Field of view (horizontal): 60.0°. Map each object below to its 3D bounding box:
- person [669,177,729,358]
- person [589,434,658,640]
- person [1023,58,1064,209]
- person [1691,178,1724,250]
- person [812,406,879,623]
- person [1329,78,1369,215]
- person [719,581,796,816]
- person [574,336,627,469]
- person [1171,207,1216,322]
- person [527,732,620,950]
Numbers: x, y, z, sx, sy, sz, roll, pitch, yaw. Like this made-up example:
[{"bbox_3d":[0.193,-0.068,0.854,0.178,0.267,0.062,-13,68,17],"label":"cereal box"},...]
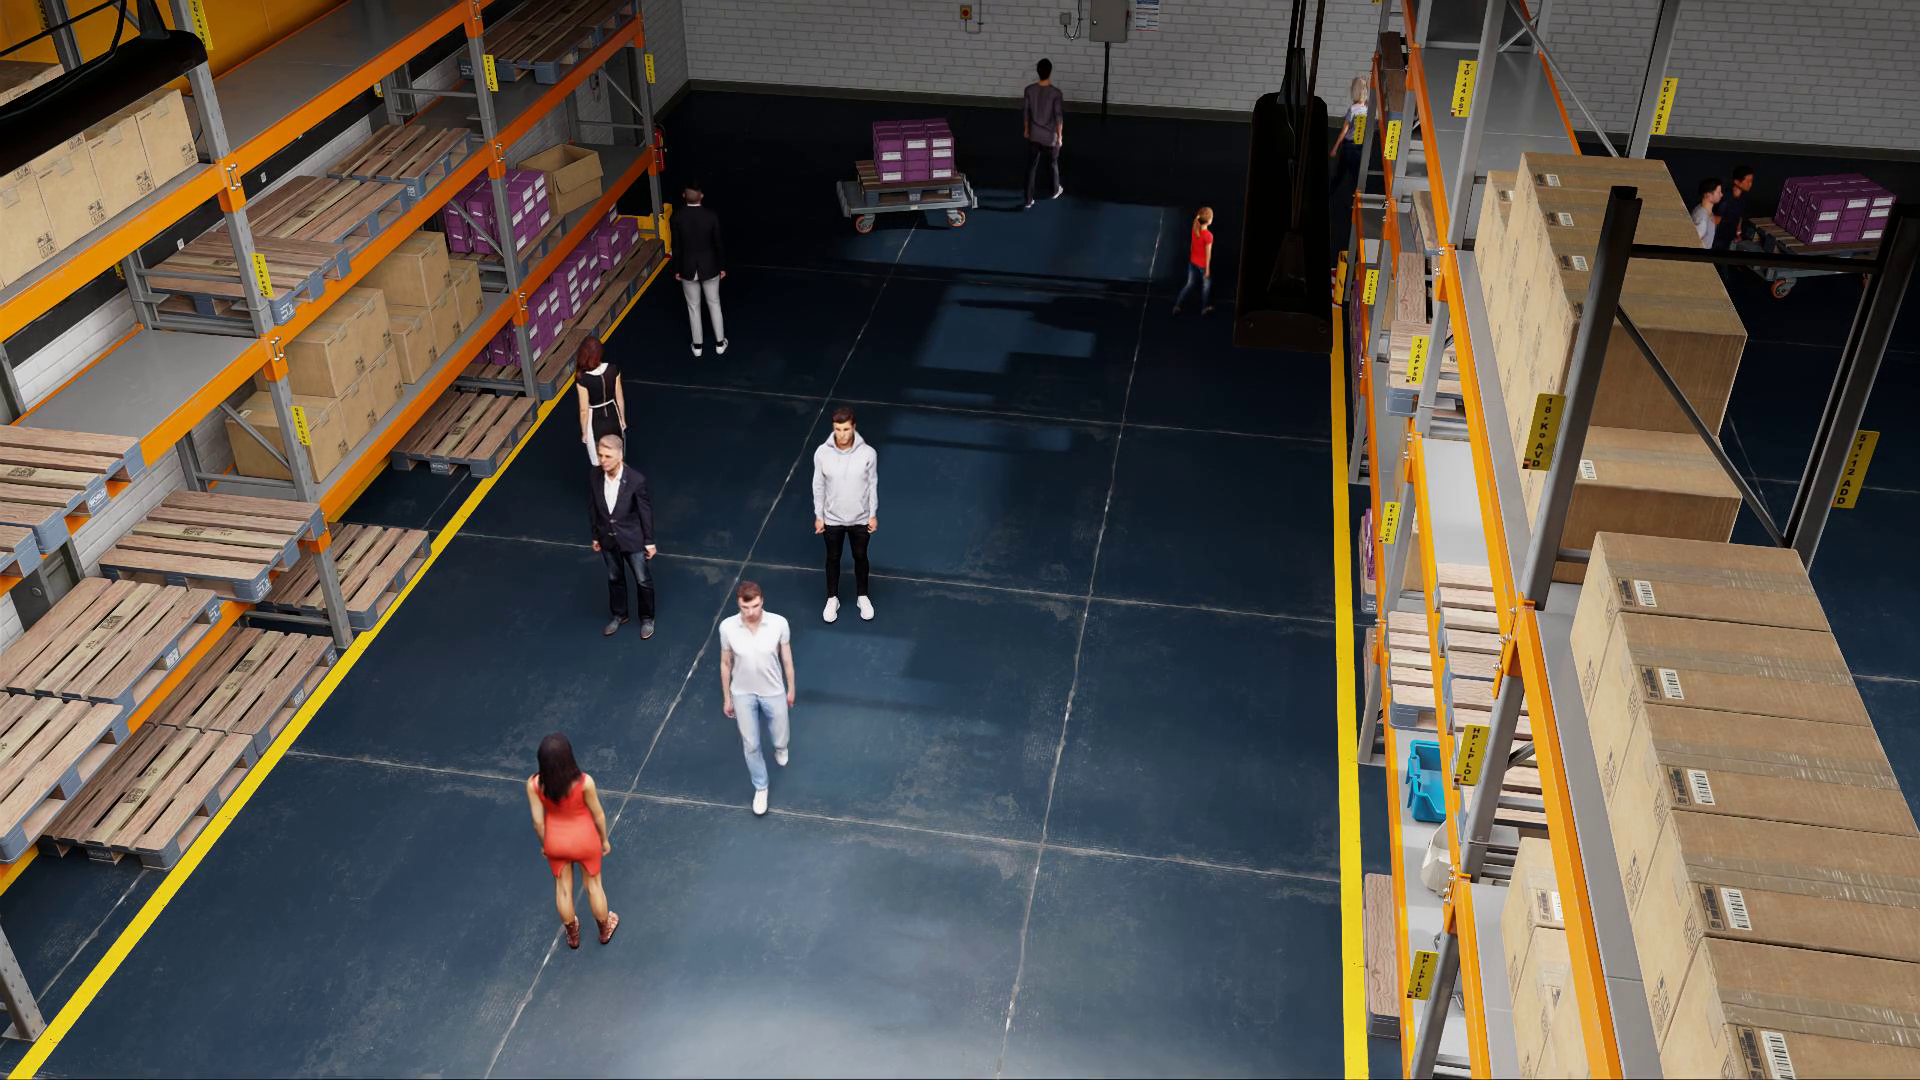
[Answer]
[{"bbox_3d":[-2.707,-2.848,17.263,0.774,1.949,0.707,-5,34,-7],"label":"person"},{"bbox_3d":[-2.664,-0.050,13.176,0.694,1.815,0.600,8,34,12],"label":"person"},{"bbox_3d":[0.994,-5.011,20.628,0.823,1.828,1.053,13,36,18],"label":"person"},{"bbox_3d":[7.657,-2.924,17.466,0.777,1.853,0.570,13,36,18],"label":"person"},{"bbox_3d":[-0.915,-0.229,13.340,0.742,1.931,0.702,-3,34,-5],"label":"person"},{"bbox_3d":[4.904,-4.785,20.424,0.998,1.677,1.120,24,40,31],"label":"person"},{"bbox_3d":[-1.399,1.013,11.559,0.785,1.836,0.956,-2,34,-3],"label":"person"},{"bbox_3d":[-3.113,-0.956,14.549,0.762,1.804,0.821,-23,40,-31],"label":"person"},{"bbox_3d":[2.551,-2.978,18.059,0.910,1.286,0.810,-25,41,-32],"label":"person"},{"bbox_3d":[-2.417,1.879,10.360,0.641,1.719,0.618,-4,34,-6],"label":"person"}]
